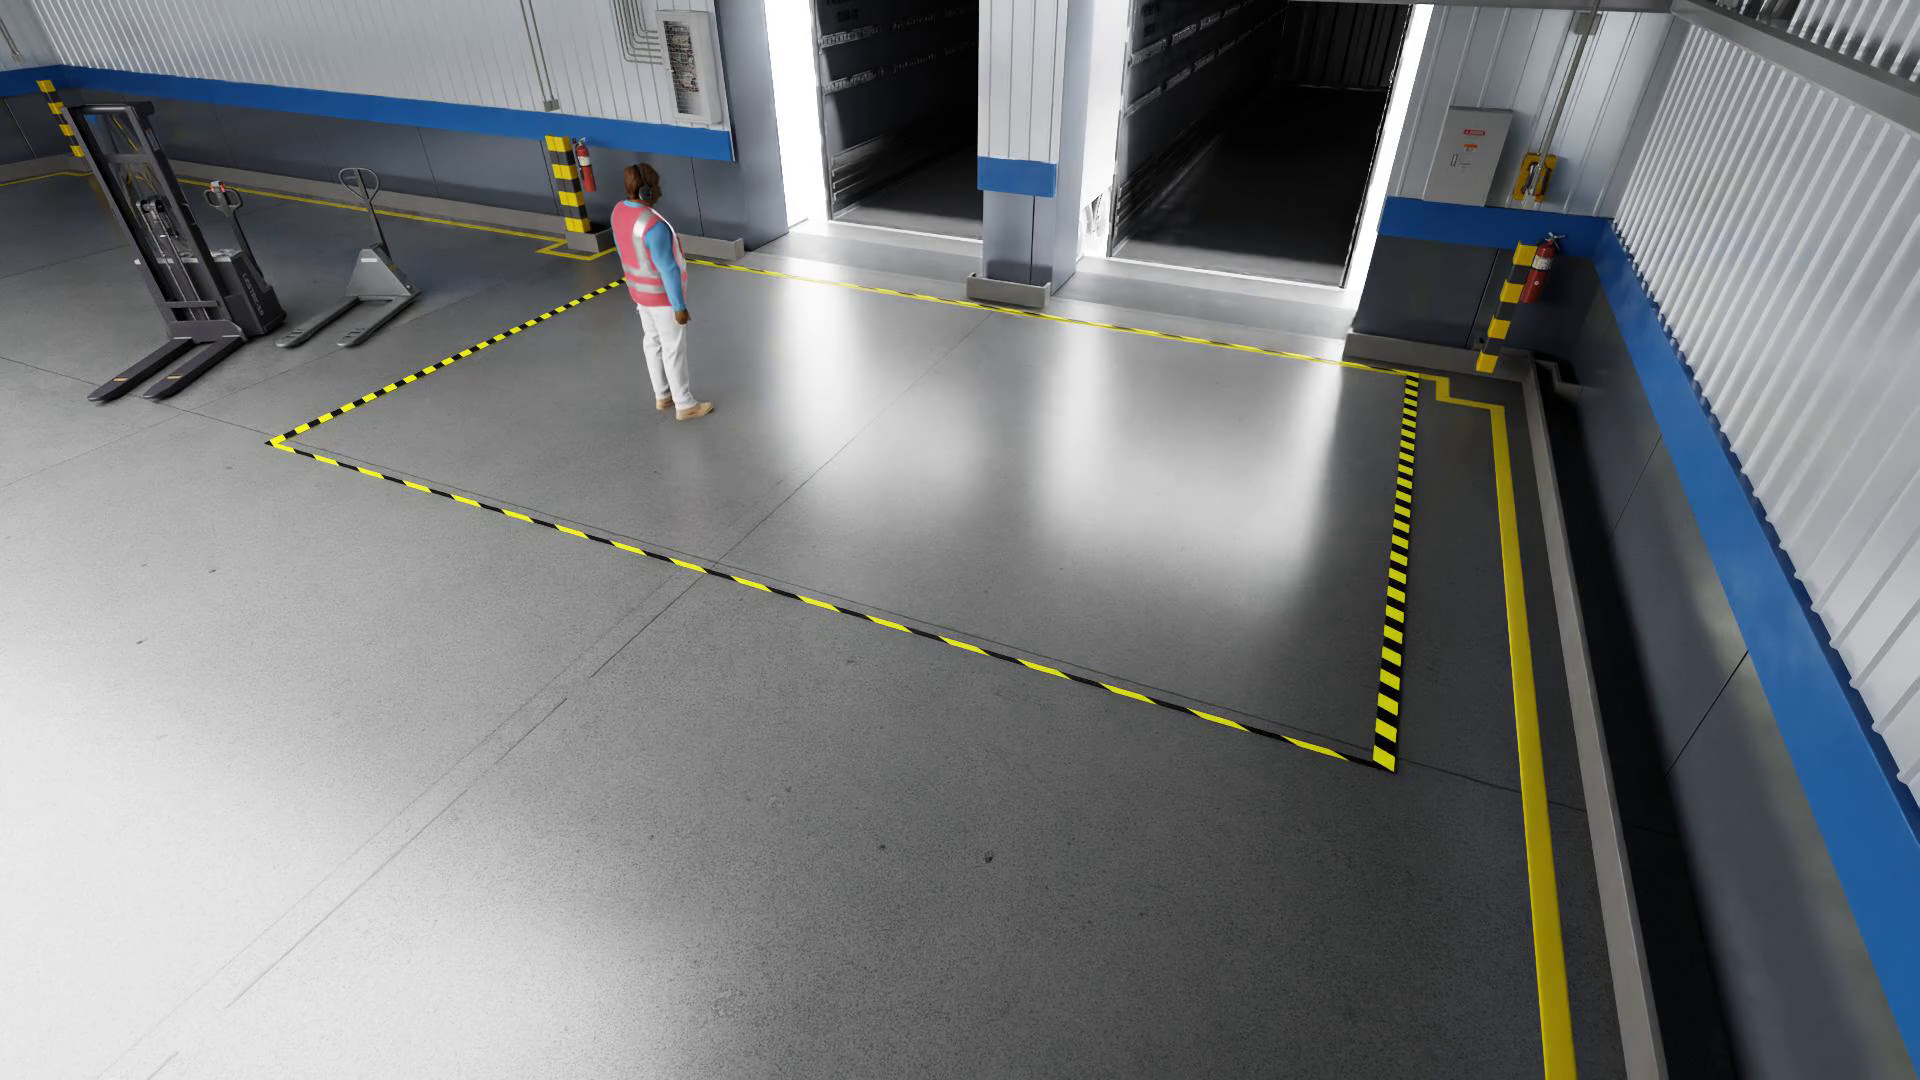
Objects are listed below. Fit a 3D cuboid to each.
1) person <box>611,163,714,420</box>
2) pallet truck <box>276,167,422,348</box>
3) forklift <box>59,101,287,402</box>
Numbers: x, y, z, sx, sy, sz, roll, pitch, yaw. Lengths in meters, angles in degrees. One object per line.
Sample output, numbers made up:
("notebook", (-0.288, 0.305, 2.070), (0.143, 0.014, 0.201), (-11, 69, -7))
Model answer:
("person", (-2.184, -1.784, 6.706), (0.633, 1.841, 0.429), (30, 45, 35))
("pallet truck", (-5.732, -2.611, 8.414), (0.680, 1.201, 1.601), (-1, 35, -1))
("forklift", (-6.686, -2.387, 7.434), (0.823, 1.965, 1.885), (-3, 35, -5))
